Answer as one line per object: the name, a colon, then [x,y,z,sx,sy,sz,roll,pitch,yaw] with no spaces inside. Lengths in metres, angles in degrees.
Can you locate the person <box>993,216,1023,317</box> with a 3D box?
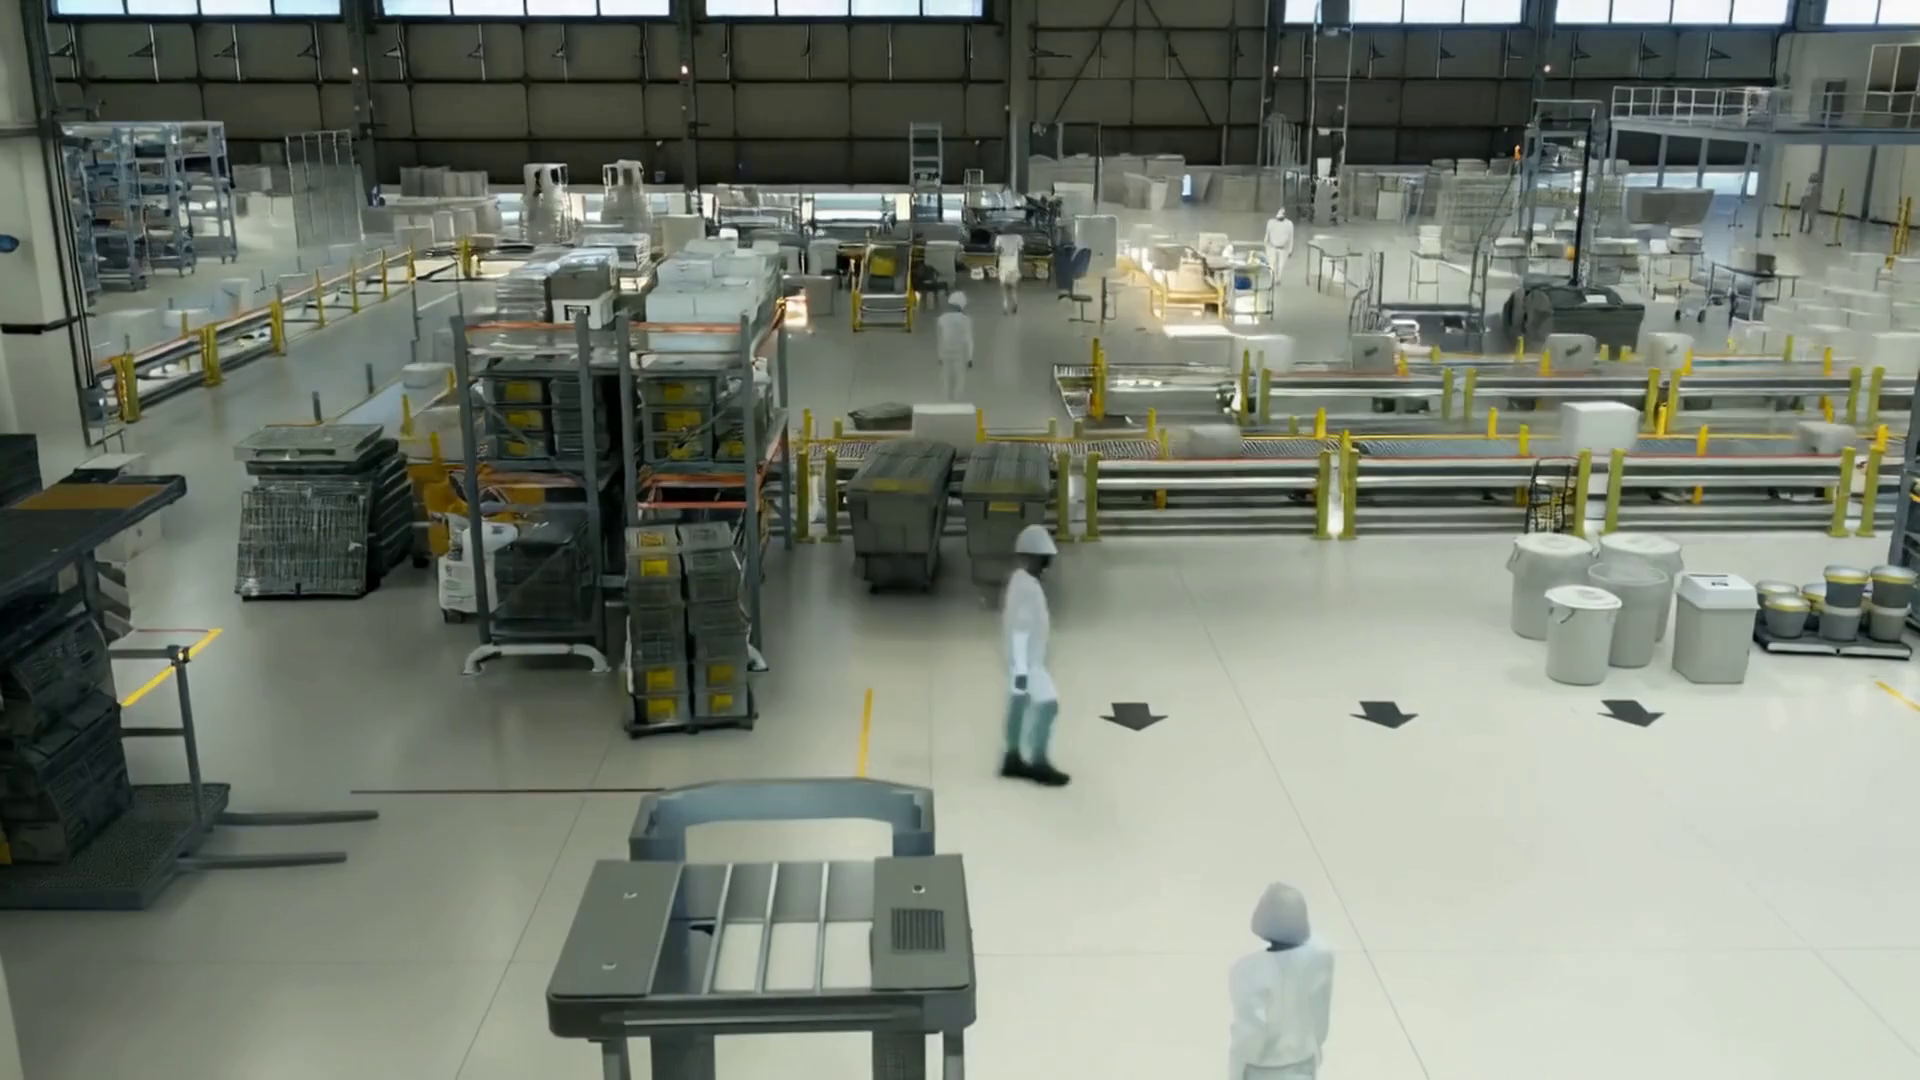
person: [0.977,-5.569,33.941,0.628,2.033,0.446,-4,17,-15]

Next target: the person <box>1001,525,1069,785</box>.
person: [0.590,0.827,11.906,0.649,1.919,0.570,1,16,3]

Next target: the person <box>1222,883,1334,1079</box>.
person: [1.402,2.283,7.359,0.507,1.631,0.266,-6,17,-20]

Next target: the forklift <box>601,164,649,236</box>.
forklift: [-9.948,-10.127,49.296,1.157,1.987,2.680,-1,16,-3]

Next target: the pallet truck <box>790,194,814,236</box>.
pallet truck: [-4.814,-9.883,50.259,0.704,1.261,1.522,-1,16,-3]

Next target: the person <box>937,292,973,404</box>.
person: [-0.062,-2.737,24.489,0.609,1.818,0.419,8,18,25]

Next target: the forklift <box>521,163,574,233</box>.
forklift: [-12.233,-10.122,49.298,1.157,1.987,2.680,0,16,-1]

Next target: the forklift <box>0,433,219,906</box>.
forklift: [-5.952,0.780,10.366,1.873,2.768,1.129,0,16,-1]

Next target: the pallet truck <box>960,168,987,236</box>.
pallet truck: [0.383,-10.230,50.206,0.823,1.965,1.885,-1,16,-3]

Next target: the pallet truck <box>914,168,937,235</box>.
pallet truck: [-0.989,-10.316,50.507,0.823,1.965,1.885,1,16,3]

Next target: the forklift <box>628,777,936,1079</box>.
forklift: [-0.542,2.165,5.552,1.129,2.768,1.873,-1,16,-2]

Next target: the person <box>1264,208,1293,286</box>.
person: [7.324,-6.717,38.251,0.650,1.874,0.857,4,17,15]

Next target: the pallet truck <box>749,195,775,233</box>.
pallet truck: [-6.051,-9.967,50.660,0.680,1.201,1.601,0,16,-1]

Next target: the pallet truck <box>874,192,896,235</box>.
pallet truck: [-2.277,-9.986,50.594,0.653,1.274,1.630,0,16,-1]

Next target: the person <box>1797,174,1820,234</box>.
person: [25.798,-10.215,50.520,0.531,1.798,0.966,4,16,12]
